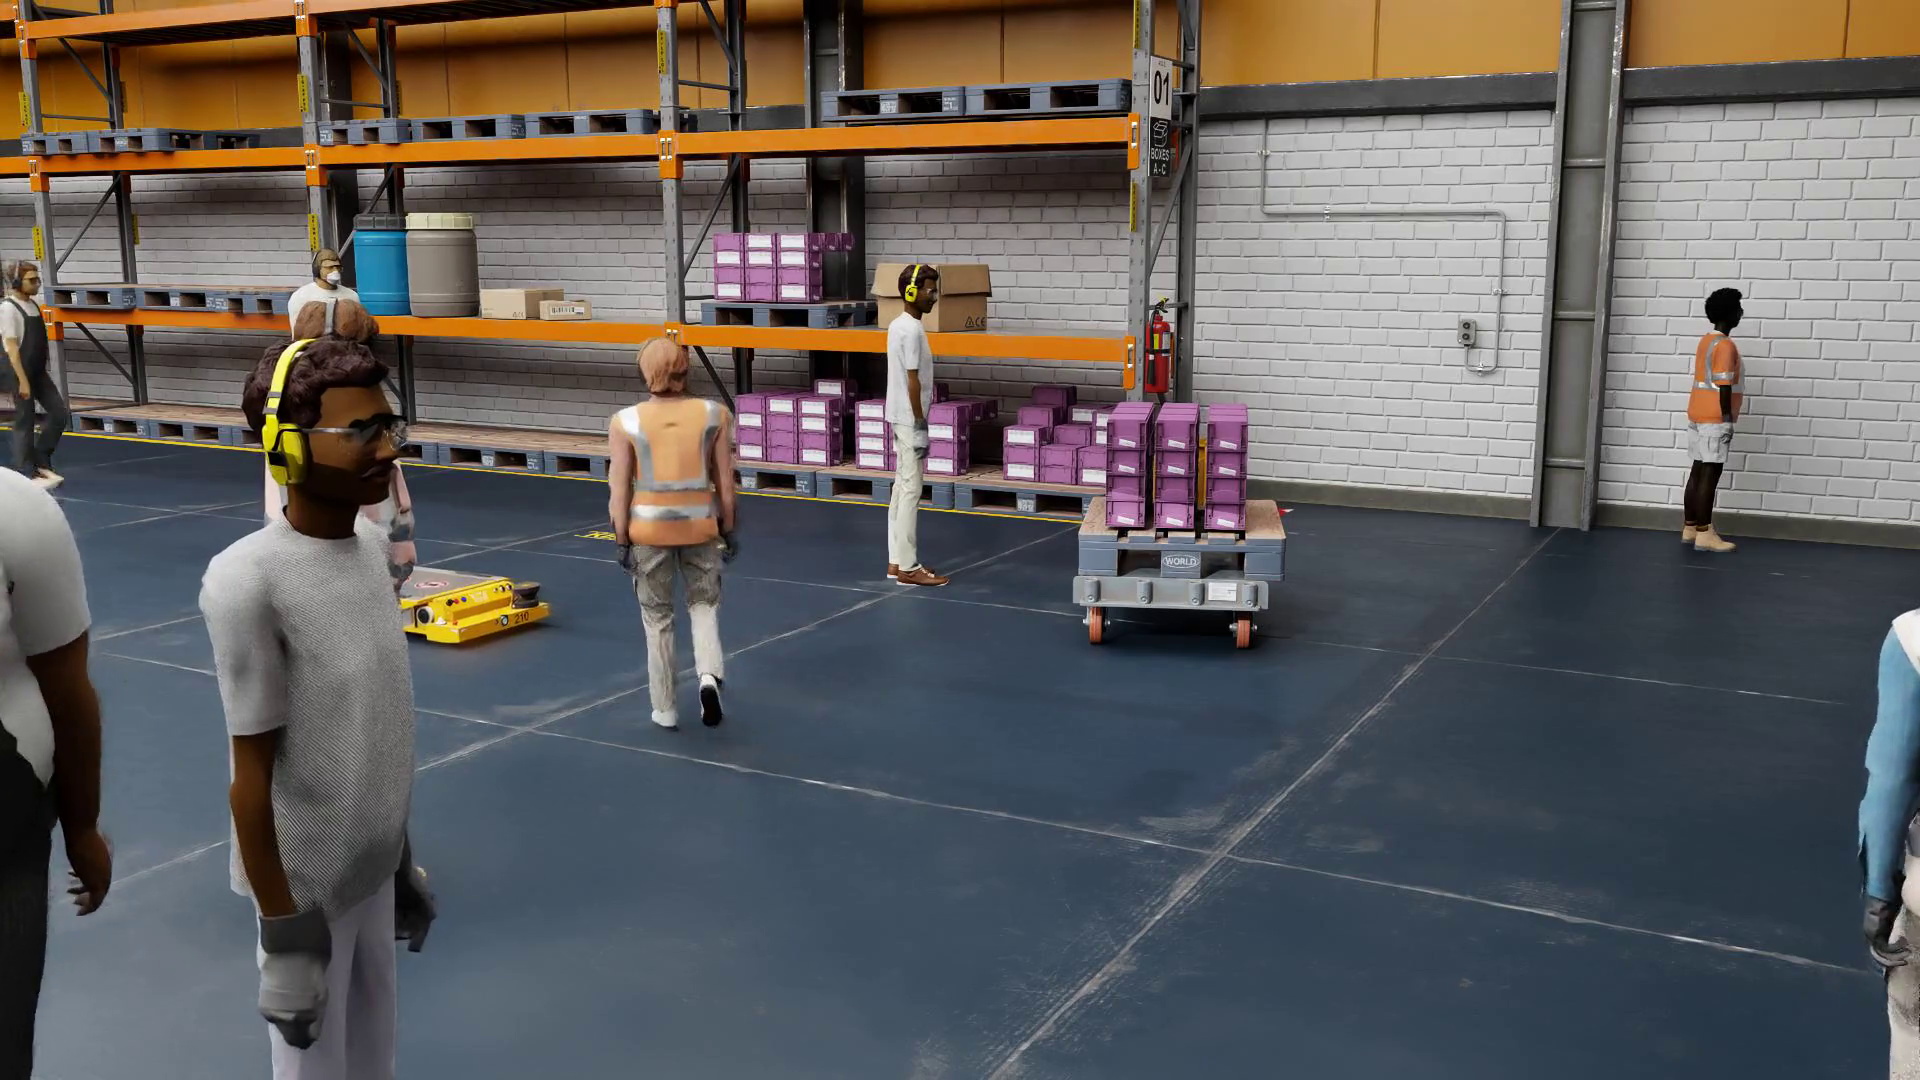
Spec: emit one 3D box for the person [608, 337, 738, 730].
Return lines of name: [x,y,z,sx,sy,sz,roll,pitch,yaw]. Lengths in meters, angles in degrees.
person: [-1.146,-0.004,6.728,0.532,1.624,0.435,-4,11,-21]

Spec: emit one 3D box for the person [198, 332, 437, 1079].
person: [-1.029,0.592,2.796,0.334,1.873,0.521,1,10,6]

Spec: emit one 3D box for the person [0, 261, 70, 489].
person: [-7.395,-1.304,13.291,0.440,1.830,0.549,0,10,-2]

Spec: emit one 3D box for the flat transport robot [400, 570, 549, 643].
flat transport robot: [-2.936,0.306,8.747,1.431,0.197,0.652,5,12,27]

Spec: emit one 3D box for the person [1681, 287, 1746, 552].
person: [4.895,-0.779,10.779,0.318,1.699,0.537,2,10,8]

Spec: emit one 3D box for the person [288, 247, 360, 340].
person: [-4.905,-1.299,12.974,0.354,1.937,0.635,6,12,30]

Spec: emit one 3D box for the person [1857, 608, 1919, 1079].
person: [1.918,0.674,3.033,0.509,1.624,0.512,6,12,31]

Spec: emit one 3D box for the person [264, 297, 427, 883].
person: [-1.897,0.179,5.146,0.429,1.839,0.633,-5,12,-27]

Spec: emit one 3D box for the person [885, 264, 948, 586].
person: [-0.269,-0.667,9.716,0.329,1.865,0.518,-2,11,-12]
